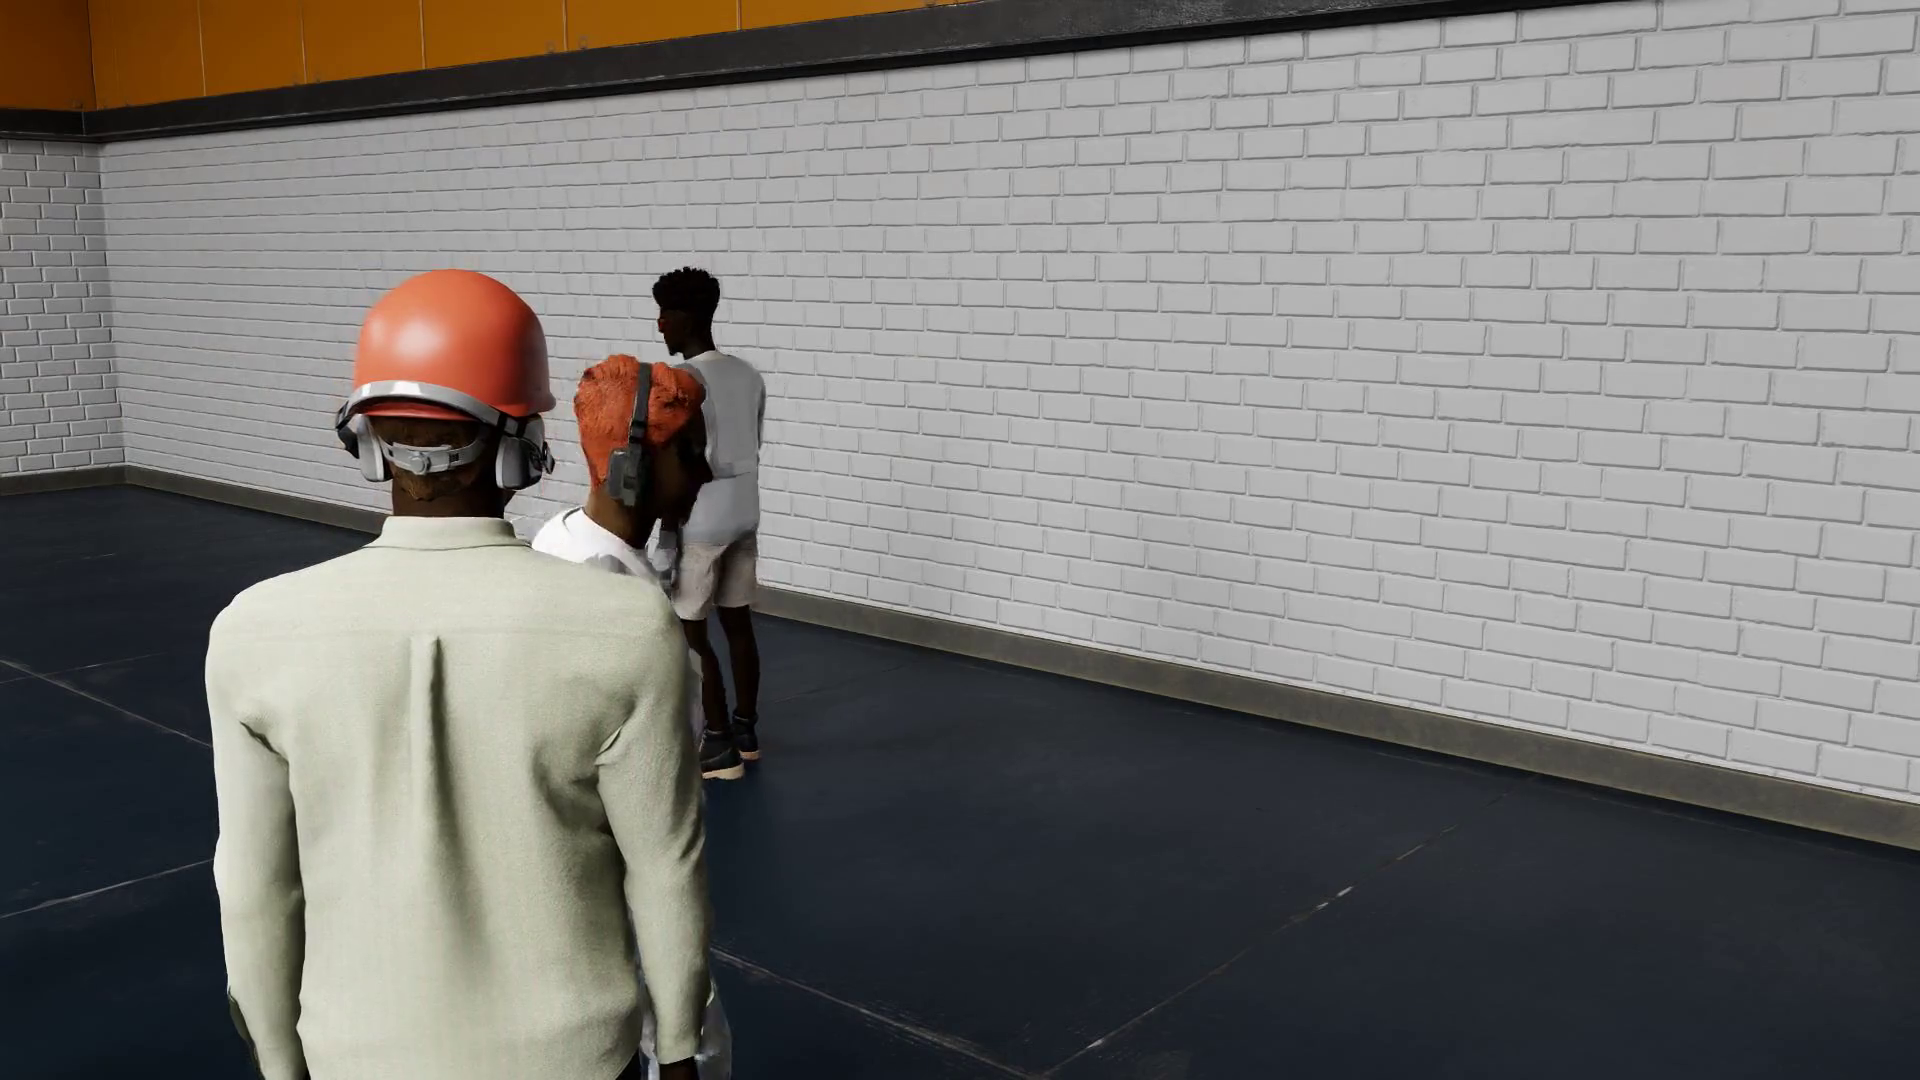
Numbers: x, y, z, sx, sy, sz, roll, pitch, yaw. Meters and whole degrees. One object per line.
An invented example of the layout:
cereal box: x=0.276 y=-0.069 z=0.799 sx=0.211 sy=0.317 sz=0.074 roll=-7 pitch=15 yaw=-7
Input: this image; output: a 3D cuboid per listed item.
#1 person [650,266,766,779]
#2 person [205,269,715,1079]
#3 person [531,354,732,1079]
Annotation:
person: x=-0.951 y=-0.053 z=6.383 sx=0.367 sy=1.950 sz=0.715 roll=5 pitch=11 yaw=28
person: x=-0.624 y=0.656 z=2.179 sx=0.613 sy=1.994 sz=0.382 roll=-1 pitch=10 yaw=-4
person: x=-0.707 y=0.594 z=2.939 sx=0.879 sy=1.853 sz=0.598 roll=-5 pitch=11 yaw=-25
